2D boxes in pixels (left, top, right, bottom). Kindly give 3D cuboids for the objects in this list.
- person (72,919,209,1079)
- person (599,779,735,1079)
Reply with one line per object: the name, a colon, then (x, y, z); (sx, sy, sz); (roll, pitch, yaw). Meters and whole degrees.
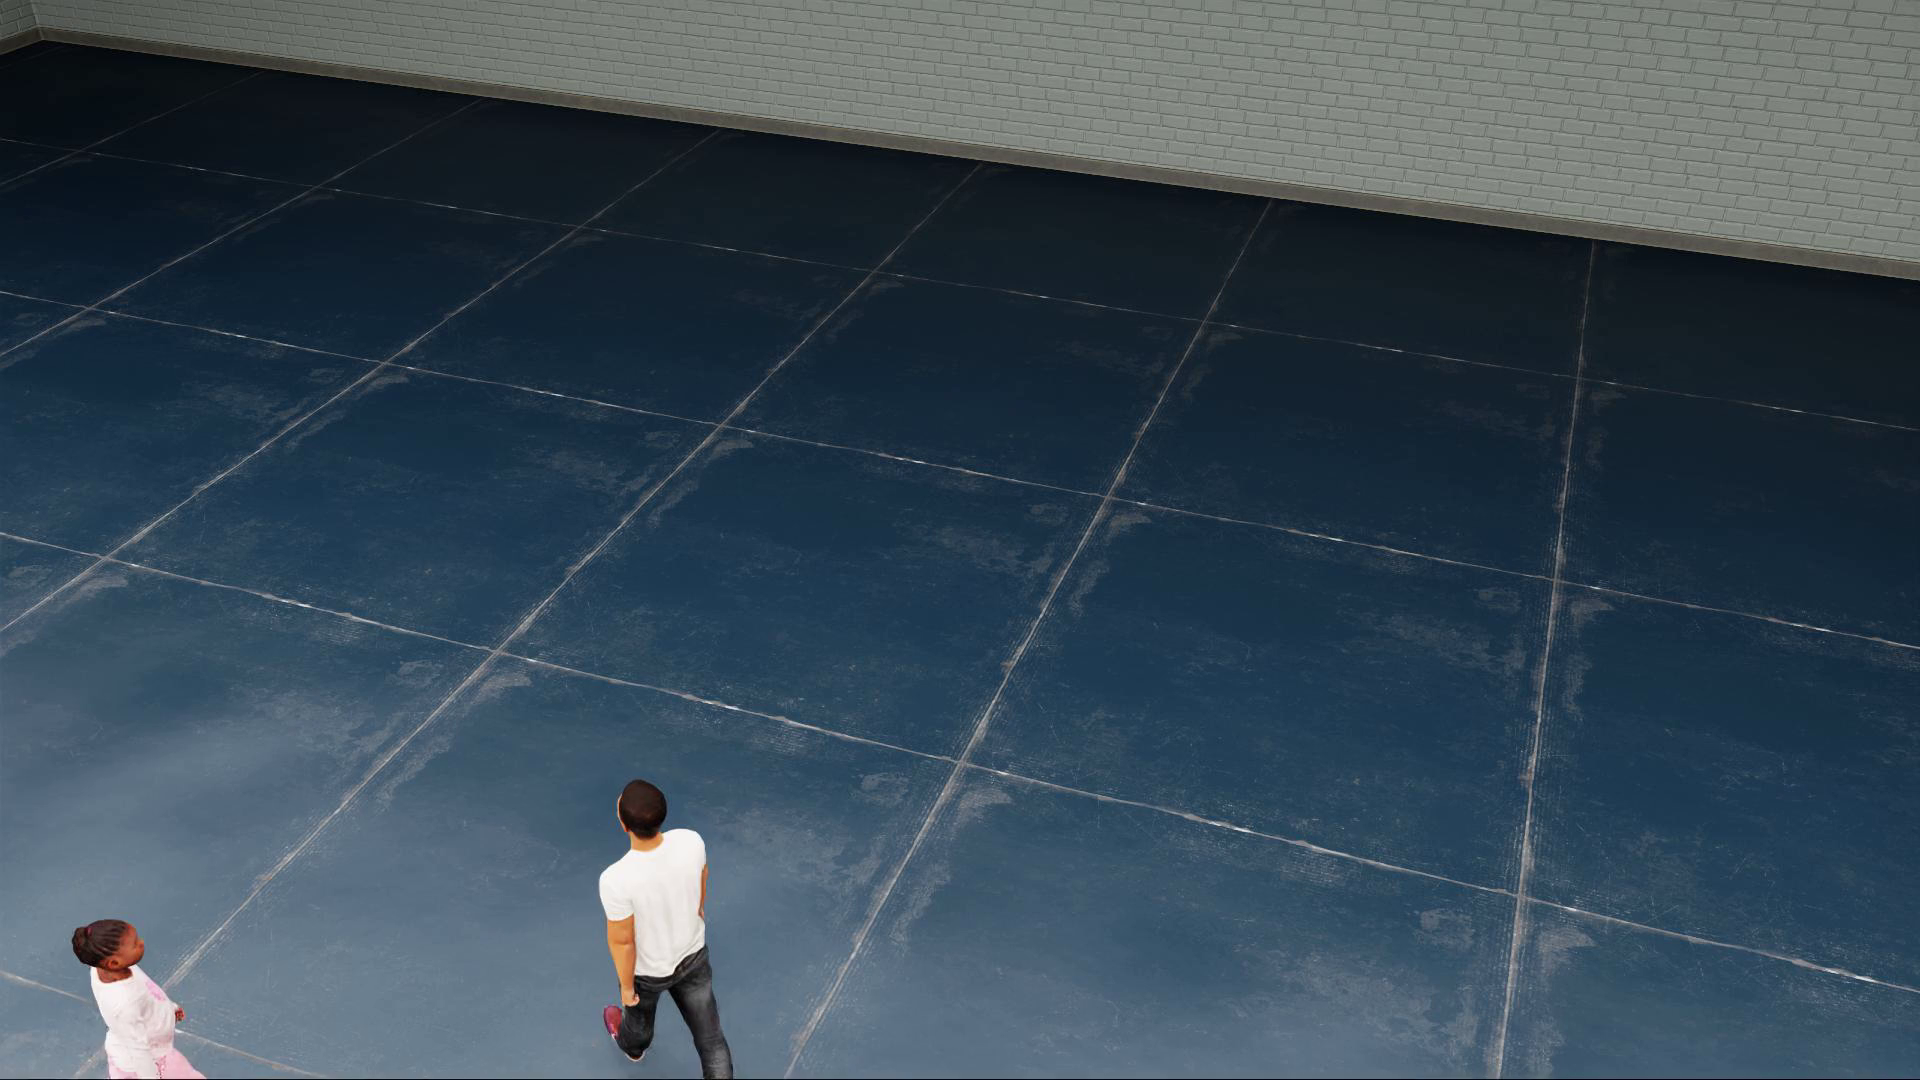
person: (-3.334, 2.074, 6.649); (1.048, 1.412, 0.849); (-26, 41, -34)
person: (-1.153, 1.759, 6.814); (1.166, 1.759, 1.081); (-25, 41, -33)
